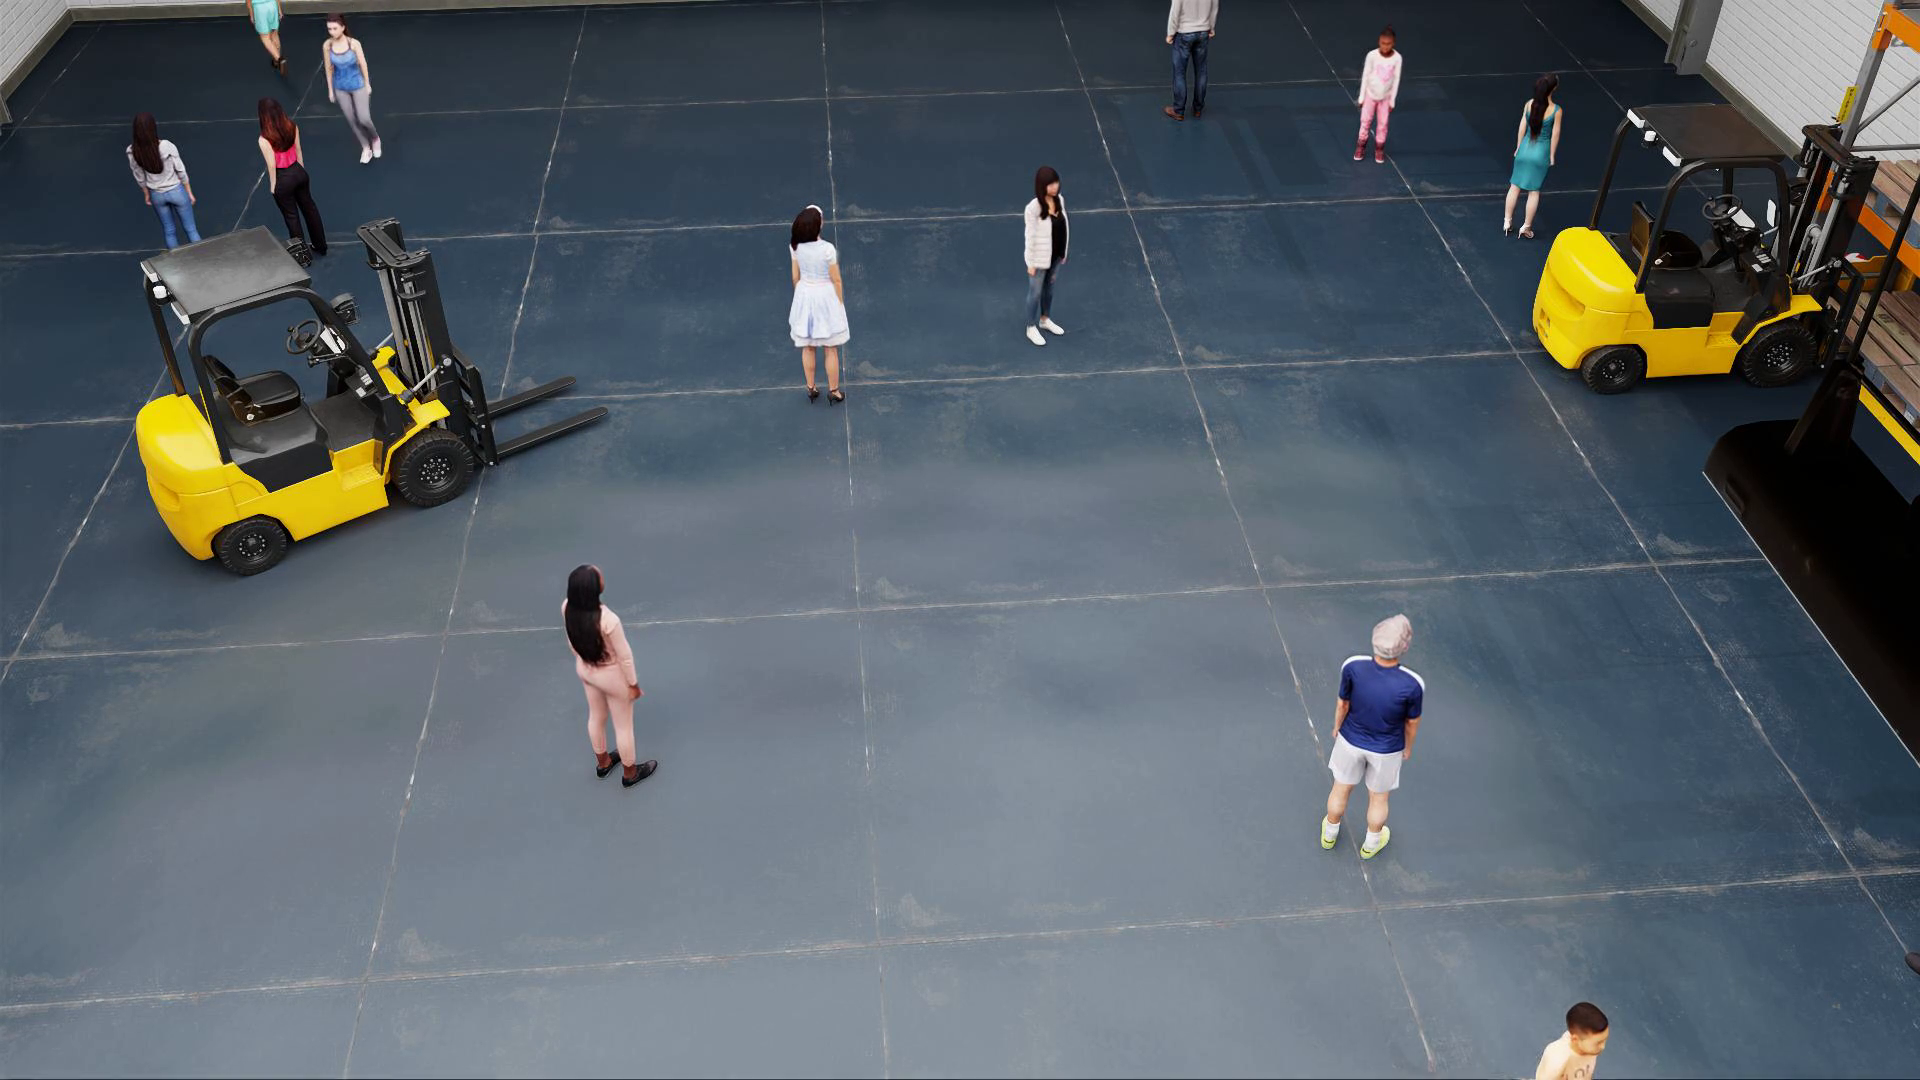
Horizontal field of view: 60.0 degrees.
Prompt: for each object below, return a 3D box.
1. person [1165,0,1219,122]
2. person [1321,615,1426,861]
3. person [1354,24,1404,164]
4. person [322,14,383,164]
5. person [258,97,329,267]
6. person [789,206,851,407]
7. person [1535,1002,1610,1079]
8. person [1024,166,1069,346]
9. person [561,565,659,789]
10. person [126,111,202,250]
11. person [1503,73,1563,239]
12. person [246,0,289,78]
[{"bbox_3d":[2.530,-5.549,18.179,0.798,1.908,0.719,-12,40,-15],"label":"person"},{"bbox_3d":[2.432,1.171,9.819,0.721,1.839,0.721,15,41,18],"label":"person"},{"bbox_3d":[4.401,-4.701,17.487,0.591,1.445,0.581,8,39,10],"label":"person"},{"bbox_3d":[-6.358,-4.745,17.421,0.597,1.597,0.625,1,39,2],"label":"person"},{"bbox_3d":[-6.327,-3.389,15.671,0.717,1.660,0.612,17,42,20],"label":"person"},{"bbox_3d":[-1.168,-1.915,13.699,0.811,1.818,0.848,11,40,13],"label":"person"},{"bbox_3d":[2.863,2.729,8.188,0.842,1.440,1.022,-24,45,-27],"label":"person"},{"bbox_3d":[0.740,-2.517,14.597,0.746,1.638,0.700,31,48,33],"label":"person"},{"bbox_3d":[-2.207,0.845,10.321,0.698,1.721,0.724,21,43,24],"label":"person"},{"bbox_3d":[-7.356,-3.197,15.454,0.618,1.633,0.528,-6,39,-8],"label":"person"},{"bbox_3d":[5.534,-3.707,16.049,0.616,1.686,0.670,26,45,29],"label":"person"},{"bbox_3d":[-7.982,-6.082,19.137,0.837,1.544,0.980,-26,45,-29],"label":"person"}]
